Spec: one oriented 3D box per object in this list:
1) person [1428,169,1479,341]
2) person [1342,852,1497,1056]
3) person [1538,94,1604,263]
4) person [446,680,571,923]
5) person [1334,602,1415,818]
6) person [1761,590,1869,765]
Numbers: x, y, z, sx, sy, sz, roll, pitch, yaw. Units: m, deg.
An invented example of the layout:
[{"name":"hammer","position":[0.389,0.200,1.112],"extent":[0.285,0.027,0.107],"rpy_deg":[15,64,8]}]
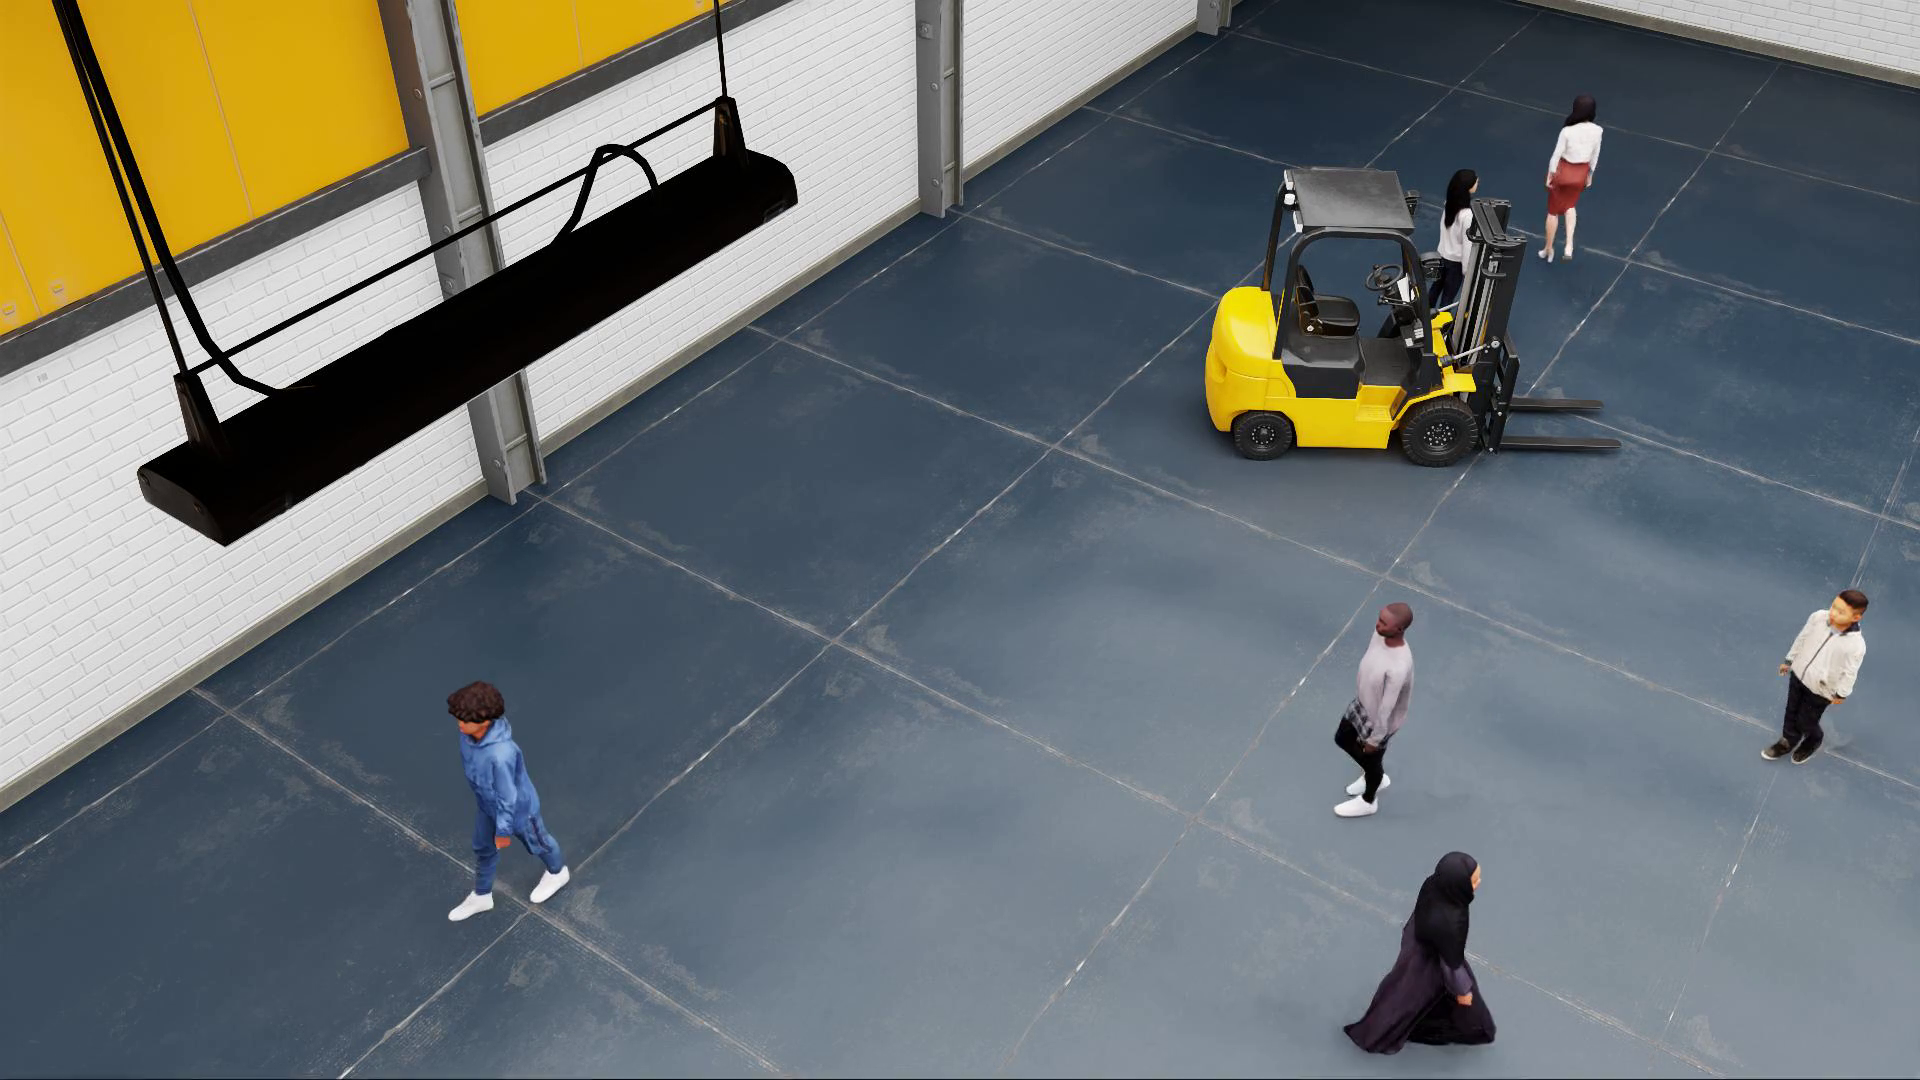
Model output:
[{"name":"person","position":[4.414,-2.547,14.938],"extent":[0.754,1.700,0.709],"rpy_deg":[-9,40,-11]},{"name":"person","position":[2.466,2.247,9.008],"extent":[0.908,1.610,1.076],"rpy_deg":[10,40,12]},{"name":"person","position":[5.883,-3.408,15.986],"extent":[0.804,1.738,0.867],"rpy_deg":[-4,39,-5]},{"name":"person","position":[-2.609,1.488,9.821],"extent":[1.020,1.780,0.794],"rpy_deg":[-32,48,-34]},{"name":"person","position":[2.685,1.079,10.348],"extent":[0.822,1.763,0.762],"rpy_deg":[-6,39,-7]},{"name":"person","position":[5.634,0.884,10.847],"extent":[0.748,1.444,0.704],"rpy_deg":[-14,41,-16]}]
